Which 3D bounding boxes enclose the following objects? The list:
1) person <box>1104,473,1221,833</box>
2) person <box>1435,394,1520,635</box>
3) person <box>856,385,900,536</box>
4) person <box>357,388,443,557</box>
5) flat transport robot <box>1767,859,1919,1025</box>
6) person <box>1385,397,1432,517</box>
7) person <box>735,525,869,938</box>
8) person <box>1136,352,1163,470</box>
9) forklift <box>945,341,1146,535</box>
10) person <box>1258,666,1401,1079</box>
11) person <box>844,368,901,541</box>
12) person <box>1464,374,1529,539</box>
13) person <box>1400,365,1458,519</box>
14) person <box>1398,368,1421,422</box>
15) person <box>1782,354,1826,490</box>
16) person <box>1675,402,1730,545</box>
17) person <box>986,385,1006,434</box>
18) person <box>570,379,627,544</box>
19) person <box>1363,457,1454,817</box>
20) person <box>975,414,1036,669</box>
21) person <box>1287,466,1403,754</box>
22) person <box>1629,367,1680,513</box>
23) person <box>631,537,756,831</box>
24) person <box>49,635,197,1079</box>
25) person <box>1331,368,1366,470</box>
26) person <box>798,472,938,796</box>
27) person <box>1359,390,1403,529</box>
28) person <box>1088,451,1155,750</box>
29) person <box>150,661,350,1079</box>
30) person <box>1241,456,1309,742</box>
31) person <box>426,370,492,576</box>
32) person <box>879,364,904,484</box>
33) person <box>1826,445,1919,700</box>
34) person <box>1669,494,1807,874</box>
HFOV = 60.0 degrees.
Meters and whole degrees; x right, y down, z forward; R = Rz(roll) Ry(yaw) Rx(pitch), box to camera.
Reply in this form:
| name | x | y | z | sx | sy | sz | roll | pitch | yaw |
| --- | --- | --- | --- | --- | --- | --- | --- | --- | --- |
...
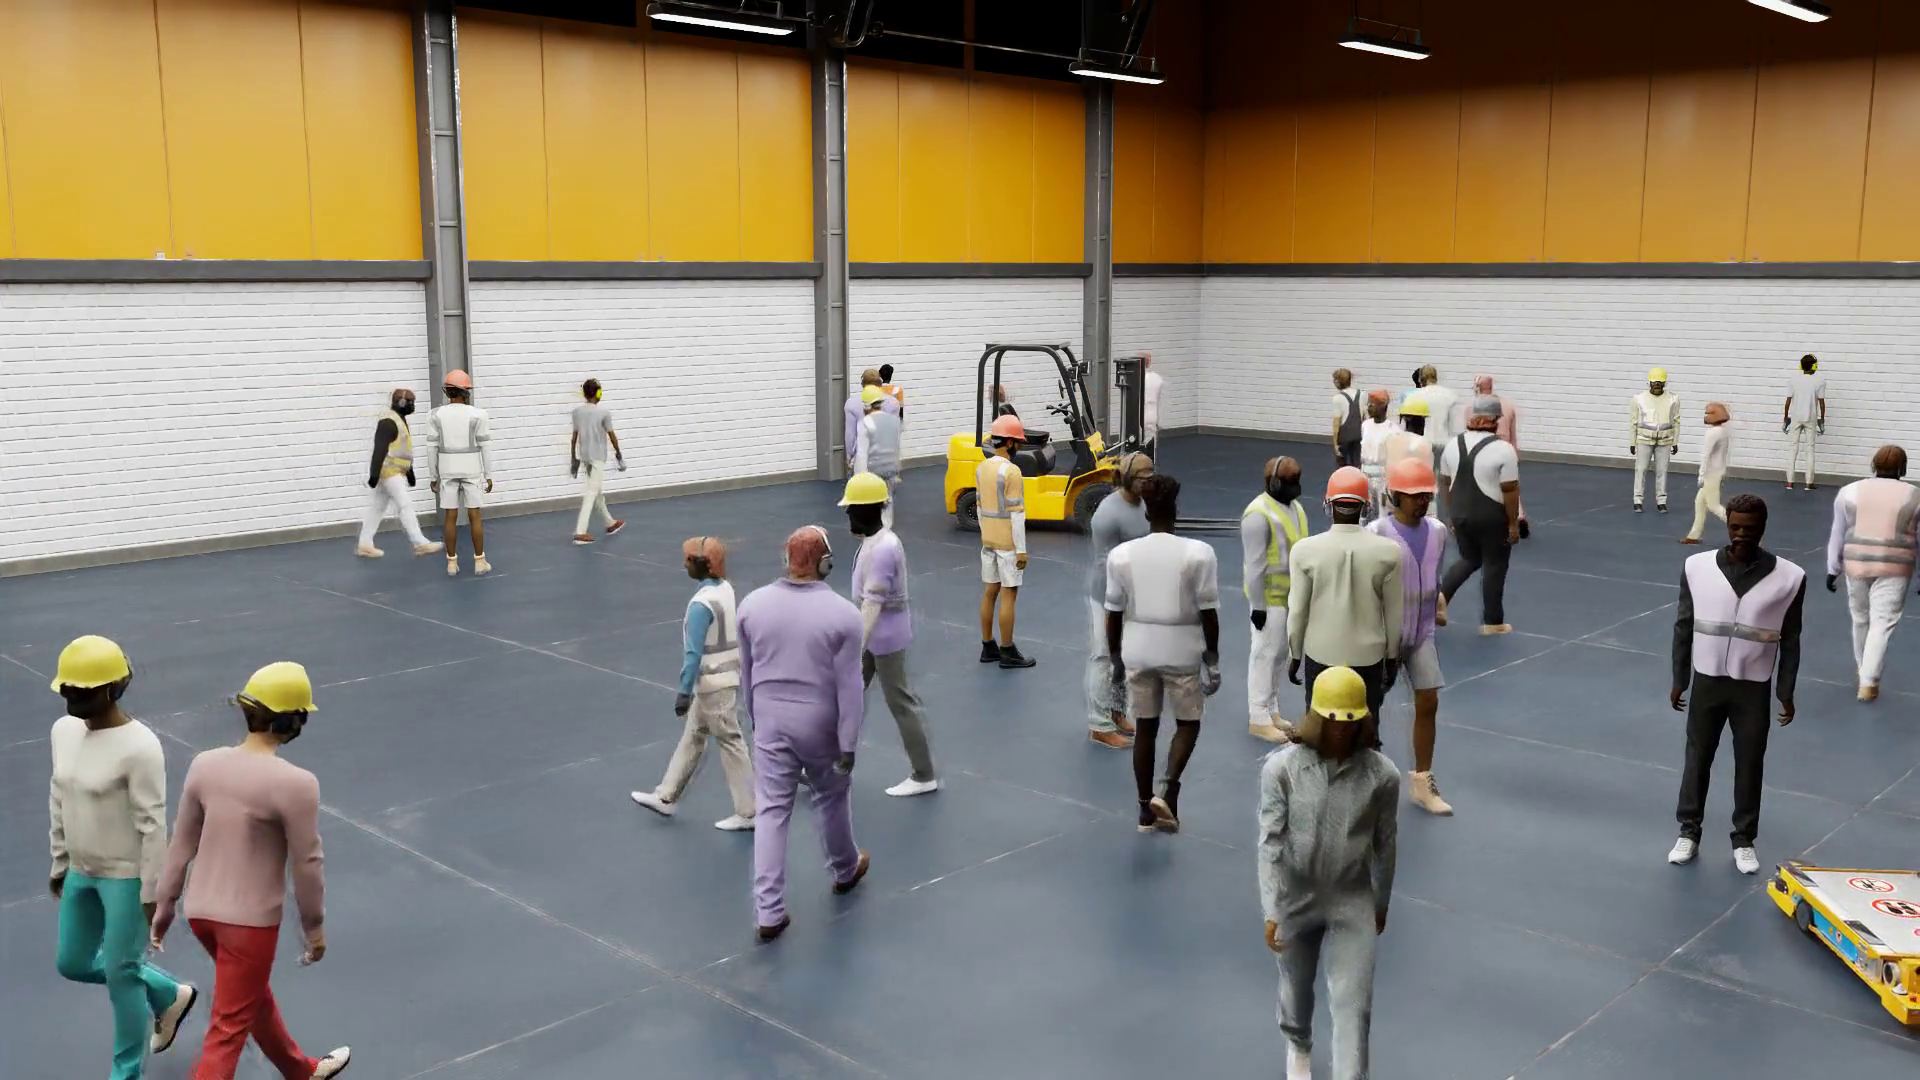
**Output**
| name | x | y | z | sx | sy | sz | roll | pitch | yaw |
| --- | --- | --- | --- | --- | --- | --- | --- | --- | --- |
| person | 1.060 | 0.635 | 8.837 | 0.647 | 1.942 | 0.611 | 3 | 10 | 20 |
| person | 4.290 | -0.216 | 13.750 | 0.694 | 2.000 | 0.705 | -6 | 11 | -33 |
| person | -0.855 | -0.735 | 17.643 | 0.585 | 1.817 | 0.528 | -8 | 12 | -42 |
| person | -5.950 | -0.702 | 17.561 | 0.966 | 1.769 | 0.635 | -2 | 10 | -13 |
| flat transport robot | 4.137 | 1.727 | 7.249 | 0.652 | 0.197 | 1.431 | 1 | 9 | 5 |
| person | 3.958 | -0.317 | 14.762 | 0.483 | 1.908 | 0.608 | -3 | 10 | -20 |
| person | -0.724 | 0.852 | 7.766 | 0.651 | 1.852 | 0.984 | 2 | 10 | 14 |
| person | 2.480 | -1.665 | 23.084 | 0.678 | 1.882 | 0.656 | -5 | 11 | -29 |
| forklift | 0.977 | -1.223 | 19.452 | 2.313 | 2.155 | 1.214 | 2 | 9 | 11 |
| person | 1.280 | 1.249 | 5.831 | 0.486 | 1.692 | 0.930 | 1 | 9 | 8 |
| person | -0.976 | -0.953 | 18.582 | 0.635 | 1.936 | 0.350 | -2 | 9 | -12 |
| person | 5.915 | -0.887 | 18.387 | 0.666 | 1.872 | 0.780 | -3 | 10 | -18 |
| person | 5.524 | -1.131 | 19.809 | 0.632 | 1.892 | 0.892 | -3 | 10 | -15 |
| person | 6.229 | -1.489 | 22.606 | 0.541 | 1.696 | 0.315 | 5 | 11 | 29 |
| person | 11.618 | -1.620 | 22.898 | 0.535 | 1.865 | 0.311 | 6 | 11 | 33 |
| person | 8.218 | -0.696 | 18.031 | 0.757 | 1.605 | 0.509 | 8 | 12 | 39 |
| person | 0.432 | -1.137 | 20.763 | 0.875 | 1.595 | 0.529 | -1 | 9 | -4 |
| person | -4.063 | -0.895 | 18.620 | 0.518 | 1.808 | 1.022 | 5 | 10 | 27 |
| person | 2.460 | 0.498 | 9.523 | 0.613 | 2.008 | 0.980 | -4 | 10 | -22 |
| person | 0.344 | 0.010 | 12.687 | 0.361 | 1.935 | 0.544 | -6 | 11 | -32 |
| person | 2.046 | 0.602 | 8.874 | 0.611 | 1.995 | 0.375 | 1 | 9 | 5 |
| person | 8.638 | -1.239 | 20.699 | 0.592 | 1.825 | 0.403 | 2 | 9 | 12 |
| person | -1.442 | 0.780 | 8.954 | 0.807 | 1.597 | 0.541 | 1 | 9 | 5 |
| person | -3.036 | 1.184 | 6.016 | 0.545 | 1.751 | 0.533 | 4 | 10 | 25 |
| person | 4.871 | -1.232 | 20.665 | 0.557 | 1.816 | 0.623 | -3 | 10 | -19 |
| person | -0.572 | 0.561 | 9.481 | 0.958 | 1.883 | 0.592 | -2 | 9 | -12 |
| person | 3.973 | -0.523 | 16.163 | 0.746 | 1.859 | 0.612 | -4 | 10 | -26 |
| person | 1.031 | 0.385 | 10.473 | 0.452 | 1.917 | 0.639 | 8 | 12 | 41 |
| person | -2.426 | 1.272 | 5.677 | 0.553 | 1.687 | 0.935 | 4 | 10 | 23 |
| person | 2.058 | 0.369 | 10.786 | 0.429 | 1.844 | 0.634 | 7 | 11 | 36 |
| person | -4.954 | -0.666 | 16.504 | 0.614 | 2.039 | 0.387 | -1 | 9 | -8 |
| person | -1.037 | -1.635 | 23.523 | 0.531 | 1.694 | 0.320 | 3 | 10 | 17 |
| person | 6.580 | 0.216 | 11.881 | 0.648 | 1.789 | 0.979 | 9 | 13 | 42 |
| person | 3.913 | 0.715 | 8.415 | 0.587 | 1.920 | 0.391 | 5 | 10 | 26 |
